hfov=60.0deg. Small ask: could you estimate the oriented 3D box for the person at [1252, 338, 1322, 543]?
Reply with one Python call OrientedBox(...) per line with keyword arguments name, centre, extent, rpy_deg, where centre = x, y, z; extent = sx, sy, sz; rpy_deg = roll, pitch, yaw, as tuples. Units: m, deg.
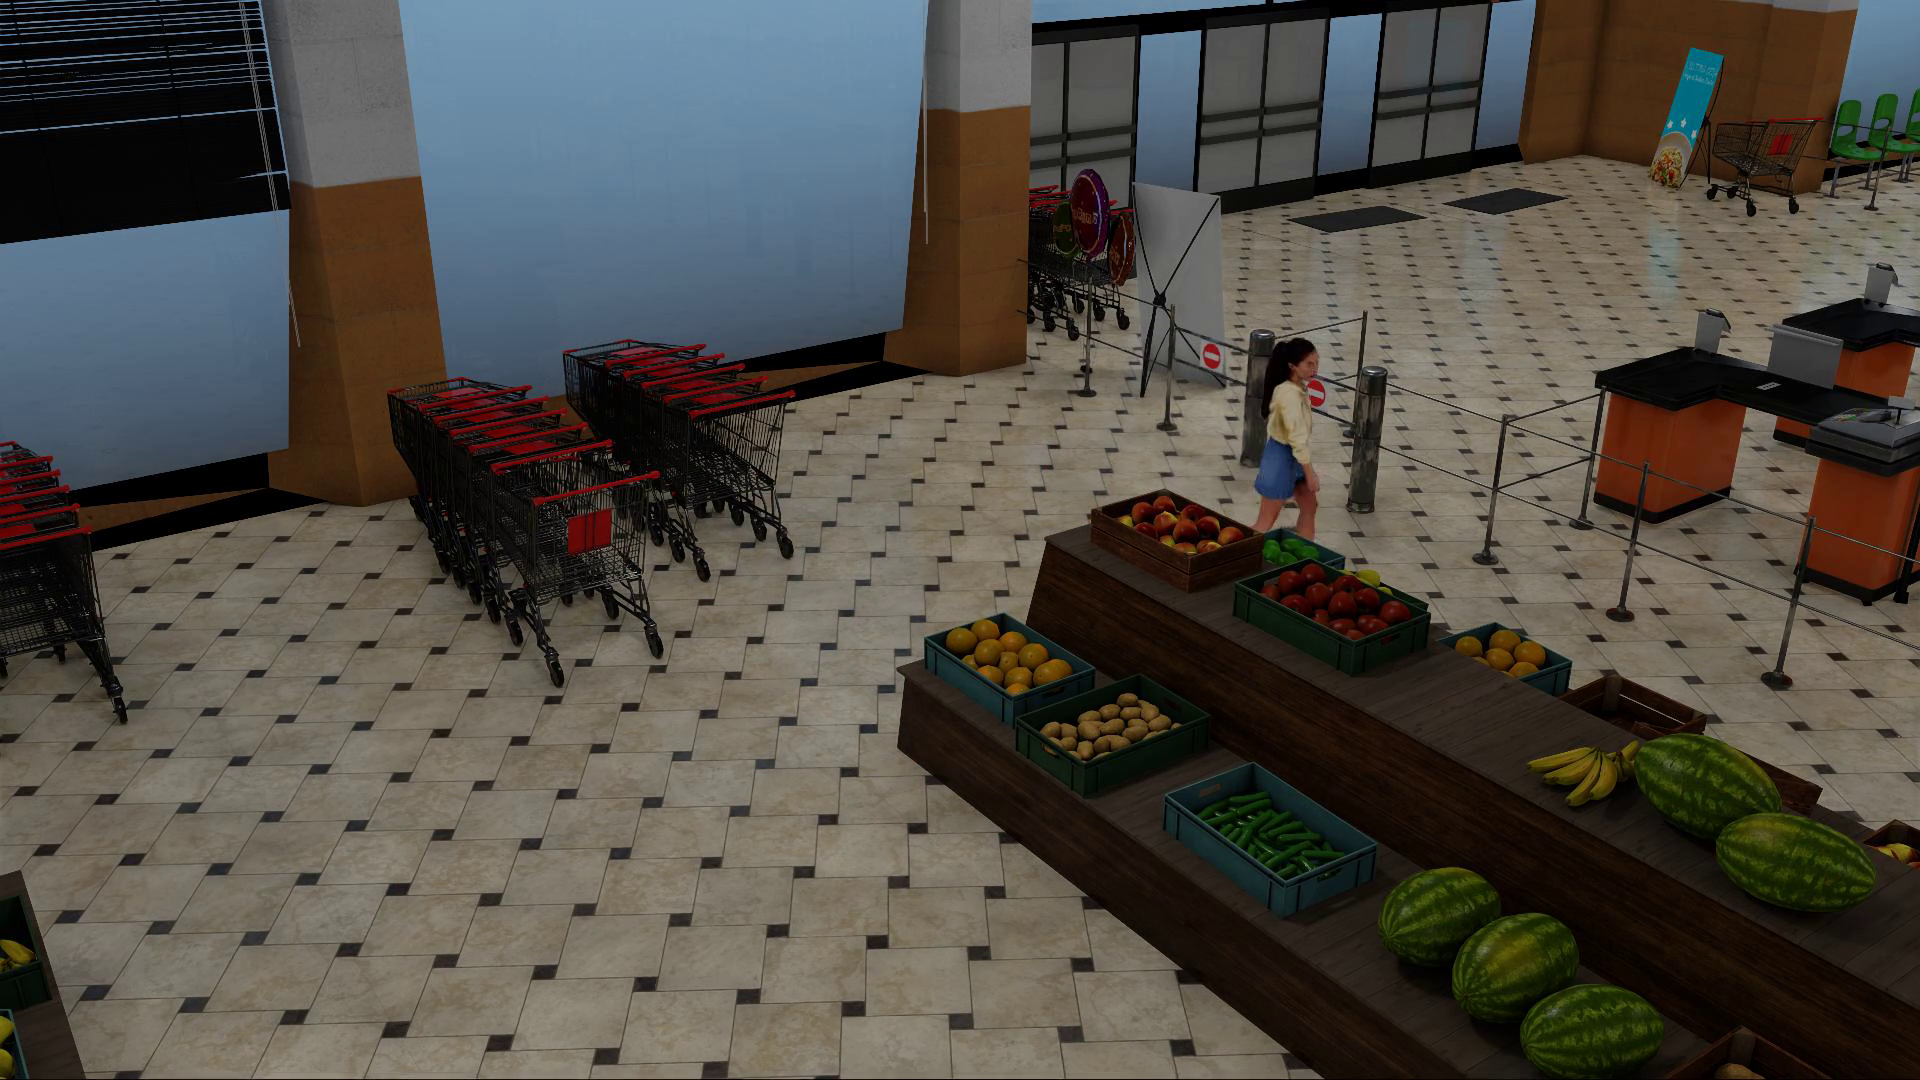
OrientedBox(name="person", centre=(1.884, -0.444, 10.109), extent=(0.986, 1.602, 0.926), rpy_deg=(3, 24, 8))
